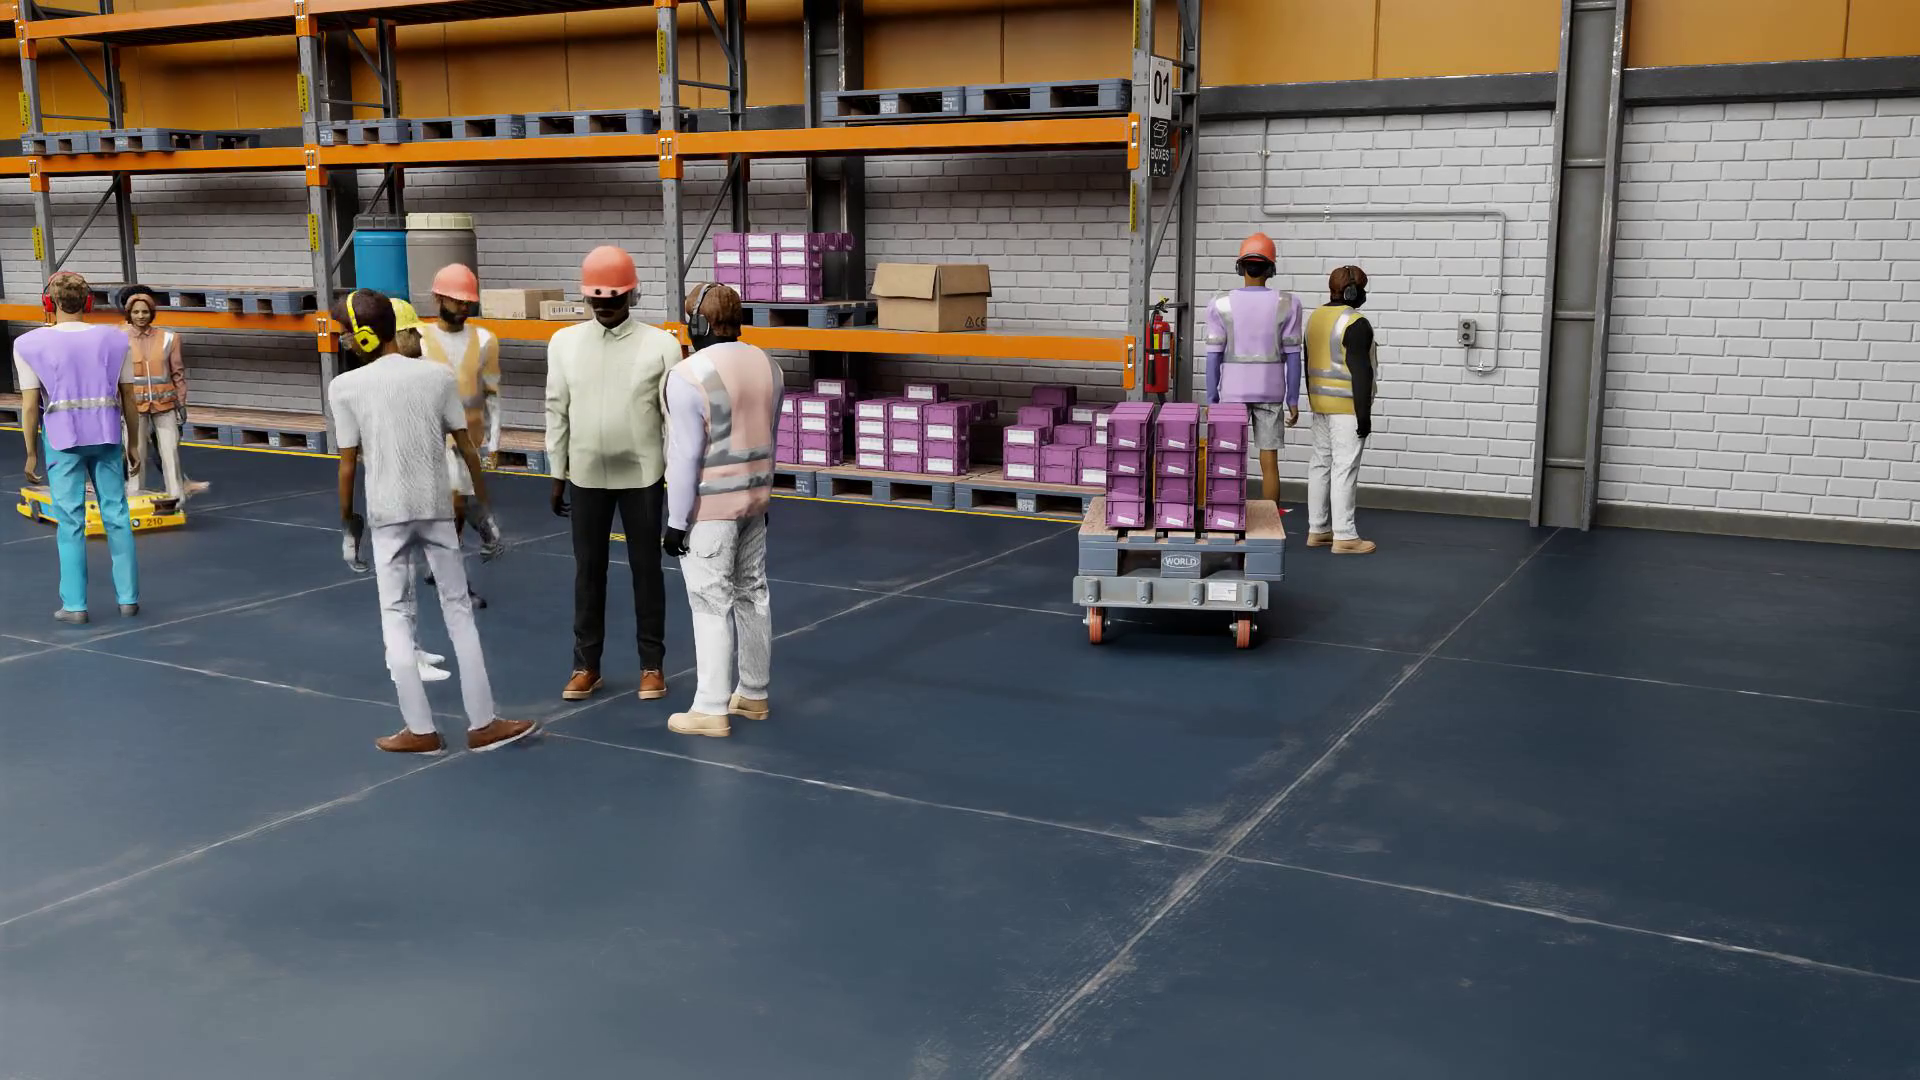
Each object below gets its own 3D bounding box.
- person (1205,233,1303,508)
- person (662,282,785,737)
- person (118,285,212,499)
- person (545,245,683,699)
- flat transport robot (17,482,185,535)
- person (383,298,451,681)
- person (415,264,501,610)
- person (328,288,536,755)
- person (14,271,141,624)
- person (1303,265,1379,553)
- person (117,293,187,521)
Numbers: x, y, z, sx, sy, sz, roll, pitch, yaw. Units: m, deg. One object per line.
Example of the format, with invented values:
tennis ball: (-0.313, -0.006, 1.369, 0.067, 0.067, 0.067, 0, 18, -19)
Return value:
person: (1.876, -0.930, 10.666, 0.612, 2.043, 0.374, 2, 10, 9)
person: (-0.989, -0.123, 6.794, 0.429, 1.844, 0.626, 6, 12, 30)
person: (-6.041, -1.073, 12.491, 0.825, 1.656, 0.551, -8, 13, -38)
person: (-1.501, -0.280, 7.261, 0.611, 1.985, 0.402, 0, 10, 1)
flat transport robot: (-6.107, -0.248, 11.786, 1.431, 0.197, 0.652, 10, 14, 44)
person: (-2.545, -0.229, 7.640, 0.289, 1.746, 0.485, -4, 11, -20)
person: (-2.883, -0.597, 9.301, 0.574, 1.896, 0.896, -7, 13, -35)
person: (-2.066, -0.063, 6.515, 0.700, 1.828, 0.415, -5, 12, -26)
person: (-4.597, -0.477, 8.728, 0.569, 1.842, 0.385, -9, 14, -41)
person: (2.466, -0.839, 10.717, 0.429, 1.843, 0.633, -4, 11, -20)
person: (-5.739, -0.924, 11.769, 0.511, 1.629, 0.321, -6, 12, -32)
